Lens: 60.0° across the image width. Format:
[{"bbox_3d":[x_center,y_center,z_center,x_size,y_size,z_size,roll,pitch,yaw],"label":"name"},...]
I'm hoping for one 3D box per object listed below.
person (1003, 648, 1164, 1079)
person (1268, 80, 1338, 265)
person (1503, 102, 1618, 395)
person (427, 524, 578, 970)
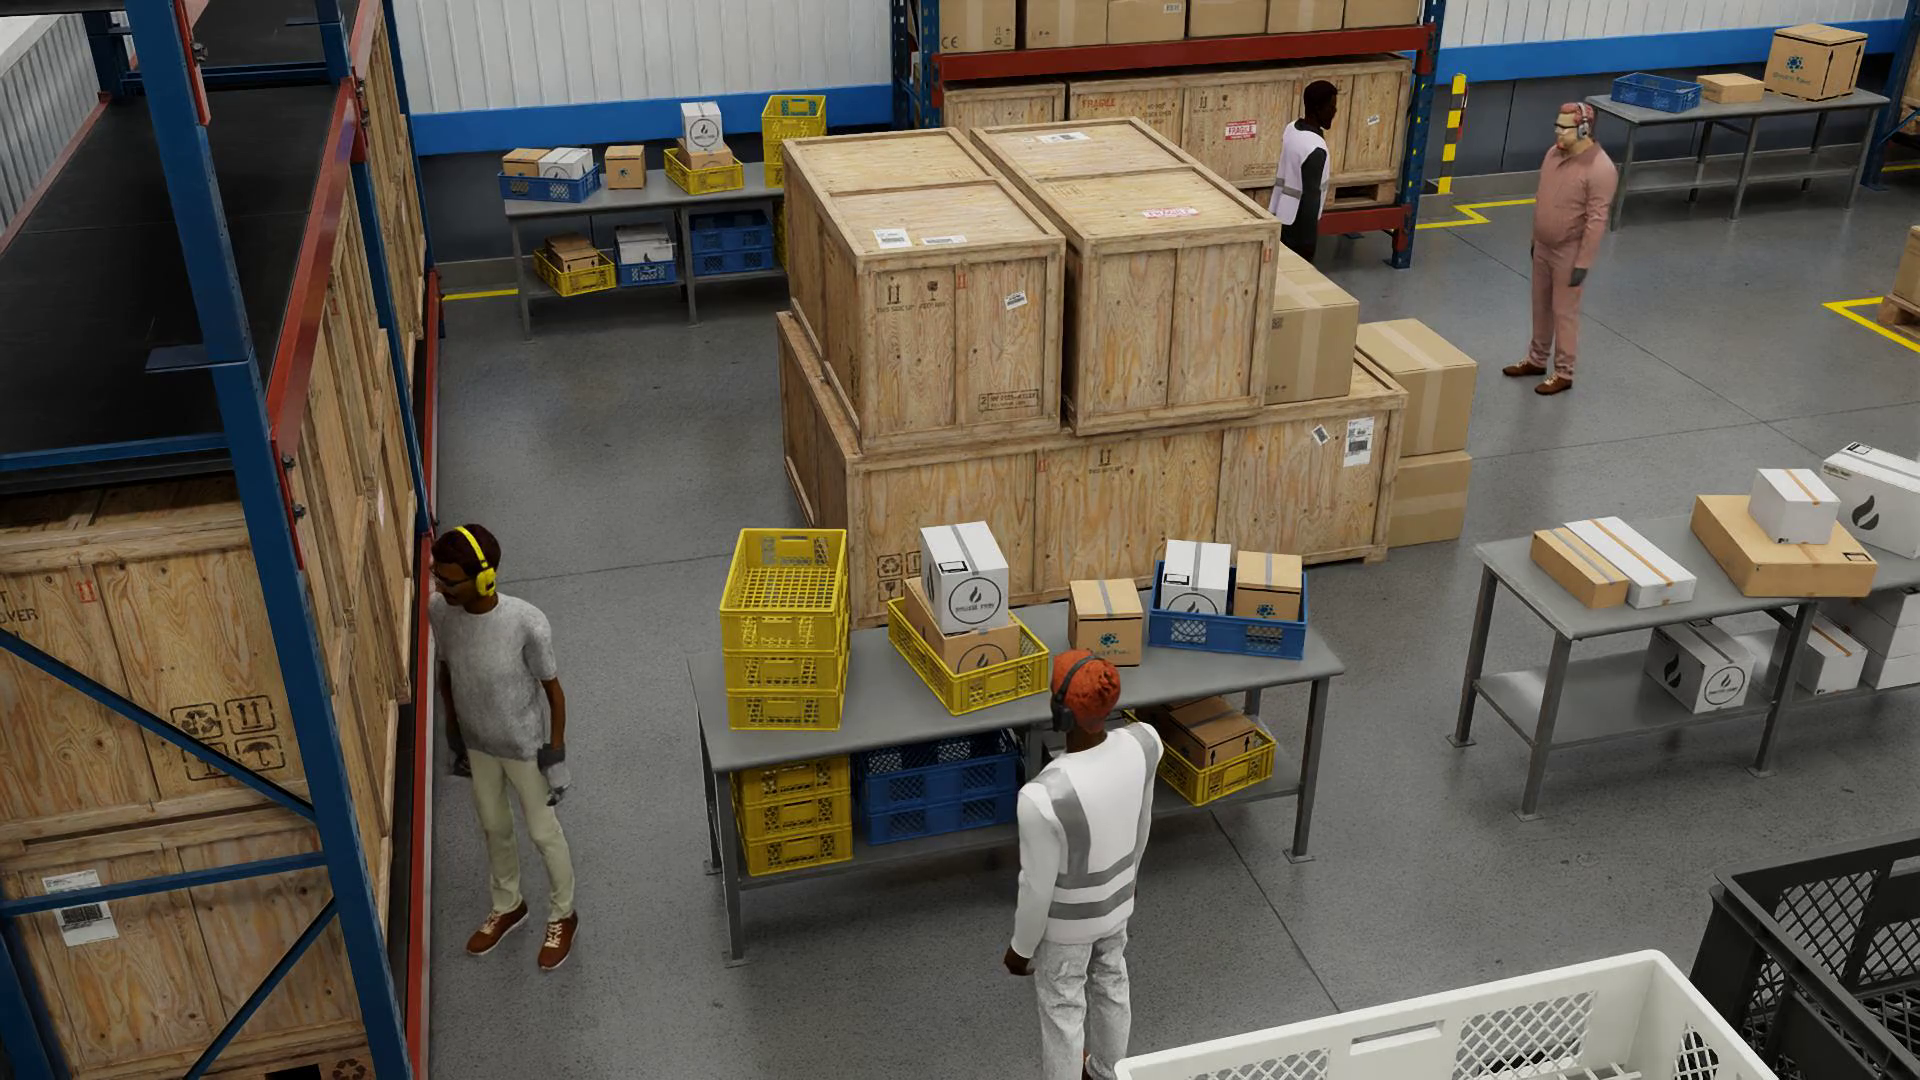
[{"bbox_3d":[0.373,1.166,5.314,0.575,1.882,0.355,-25,38,-38],"label":"person"},{"bbox_3d":[2.317,-2.178,11.359,0.394,1.911,0.583,-3,29,-6],"label":"person"},{"bbox_3d":[3.922,-1.909,10.885,0.397,1.899,0.664,-9,30,-16],"label":"person"},{"bbox_3d":[-1.661,0.765,6.063,0.513,1.864,0.329,10,30,17],"label":"person"}]
